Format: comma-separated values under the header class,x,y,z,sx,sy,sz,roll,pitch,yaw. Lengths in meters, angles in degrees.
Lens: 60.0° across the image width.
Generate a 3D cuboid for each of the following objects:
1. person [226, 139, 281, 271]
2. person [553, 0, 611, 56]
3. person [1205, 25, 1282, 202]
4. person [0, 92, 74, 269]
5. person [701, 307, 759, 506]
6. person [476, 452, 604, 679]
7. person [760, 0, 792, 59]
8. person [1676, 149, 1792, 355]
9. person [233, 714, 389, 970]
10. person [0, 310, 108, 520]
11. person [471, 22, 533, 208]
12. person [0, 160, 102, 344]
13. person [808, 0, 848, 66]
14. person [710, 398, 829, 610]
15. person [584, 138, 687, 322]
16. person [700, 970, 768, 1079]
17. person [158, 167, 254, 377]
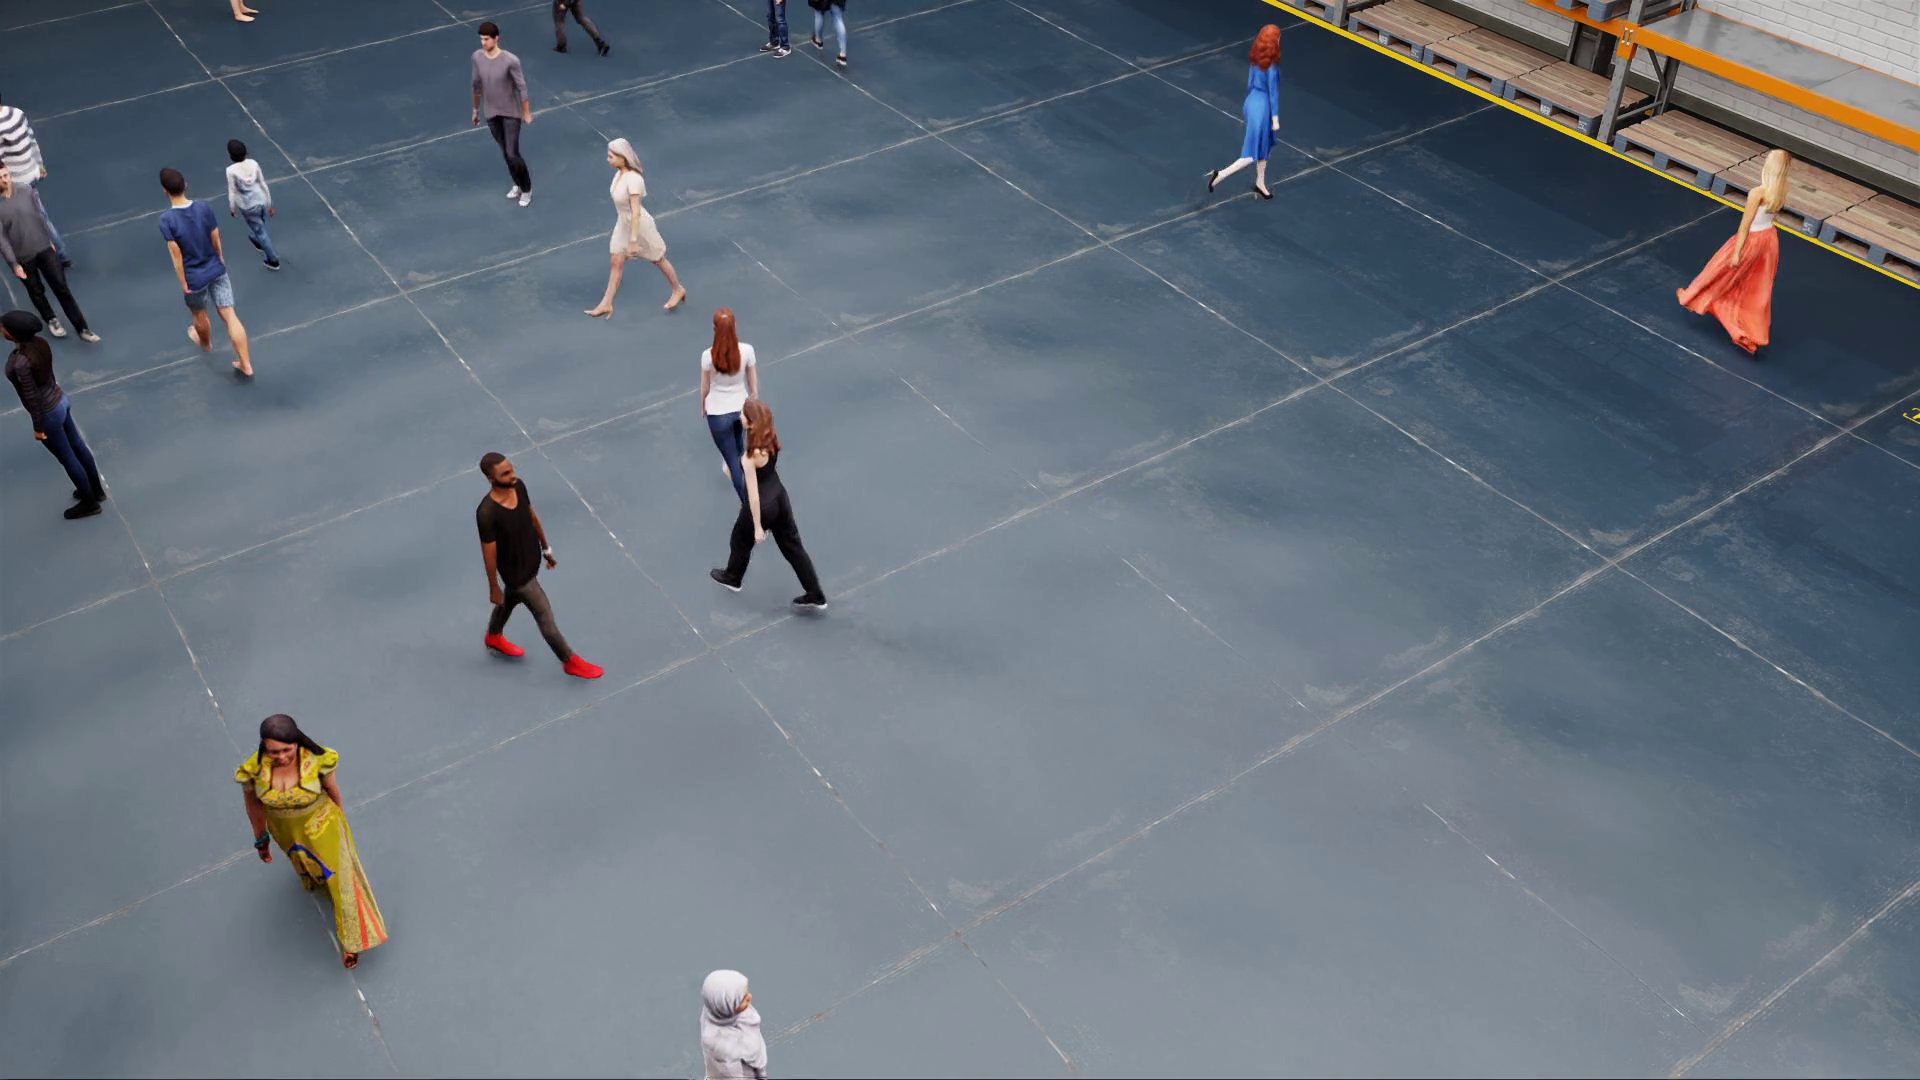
class,x,y,z,sx,sy,sz,roll,pitch,yaw
person,-6.565,-3.103,15.495,0.875,1.232,0.642,24,45,27
person,-4.540,-6.418,19.446,1.149,1.693,0.997,17,42,20
person,2.852,-4.119,16.312,0.913,1.801,1.021,-9,39,-11
person,-8.539,-3.335,15.299,0.907,1.839,0.845,5,39,6
person,-1.677,-0.858,12.320,0.663,1.687,1.209,-18,42,-21
person,-2.993,0.158,10.988,1.244,1.761,1.125,11,40,13
person,-2.175,-6.468,19.444,0.620,1.563,0.499,-31,48,-33
person,6.849,-2.431,14.244,0.835,1.743,1.335,-15,41,-18
person,-3.697,1.550,9.363,1.037,1.614,1.325,-9,39,-11
person,-6.761,-0.949,12.388,0.772,1.743,0.667,-4,39,-5
person,-4.482,-4.272,16.474,0.809,1.836,0.896,14,41,17
person,-8.062,-2.502,14.344,1.054,1.729,0.766,30,47,32
person,-1.481,-6.286,19.155,0.786,1.639,1.155,-15,41,-18
person,-1.253,-0.196,11.482,1.238,1.698,1.011,15,41,18
person,-2.751,-2.721,14.660,0.775,1.677,1.137,-20,43,-23
person,-1.168,2.643,7.901,1.095,1.730,1.161,-2,39,-2
person,-6.270,-2.179,13.889,1.188,1.792,0.783,31,48,33
